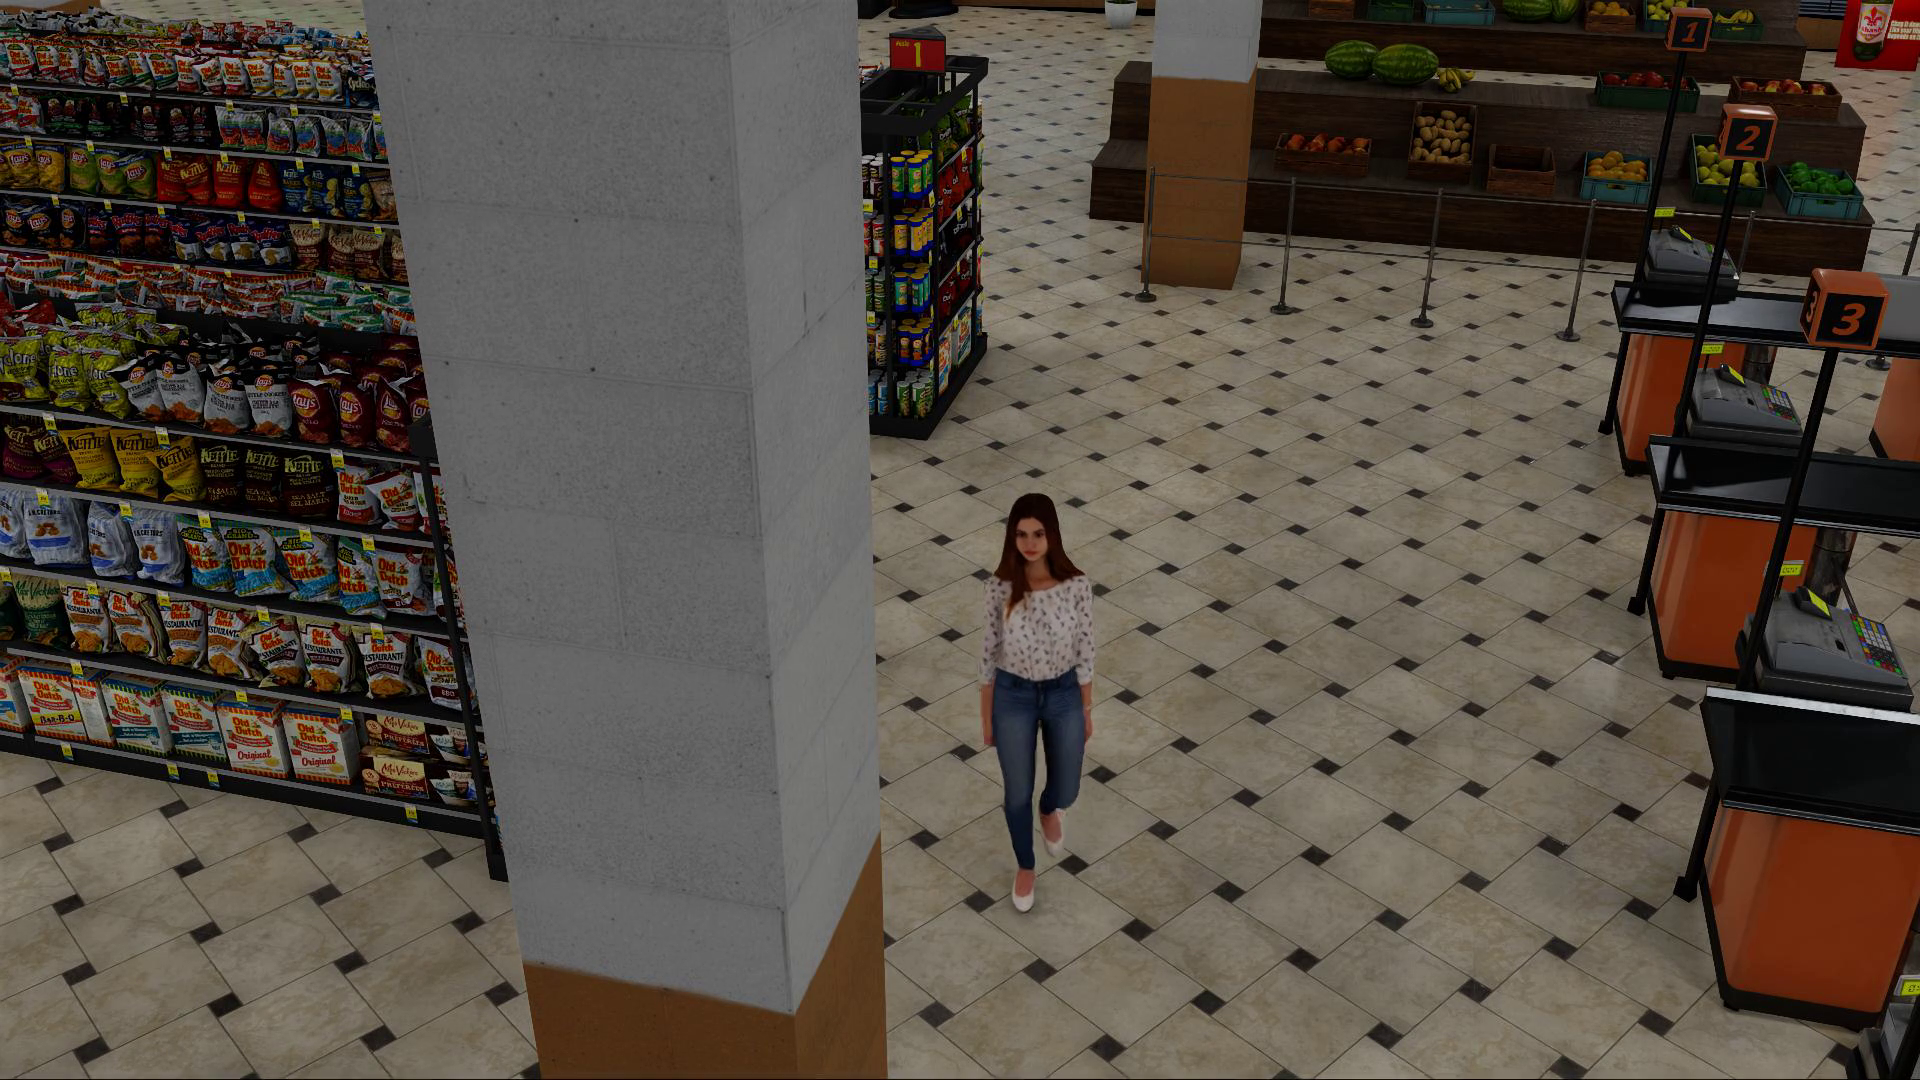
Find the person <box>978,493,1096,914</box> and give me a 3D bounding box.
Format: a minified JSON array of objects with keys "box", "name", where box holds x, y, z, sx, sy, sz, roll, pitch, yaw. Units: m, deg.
[{"box":[0.293,0.573,6.270,0.717,1.720,0.728,1,29,2],"name":"person"}]
